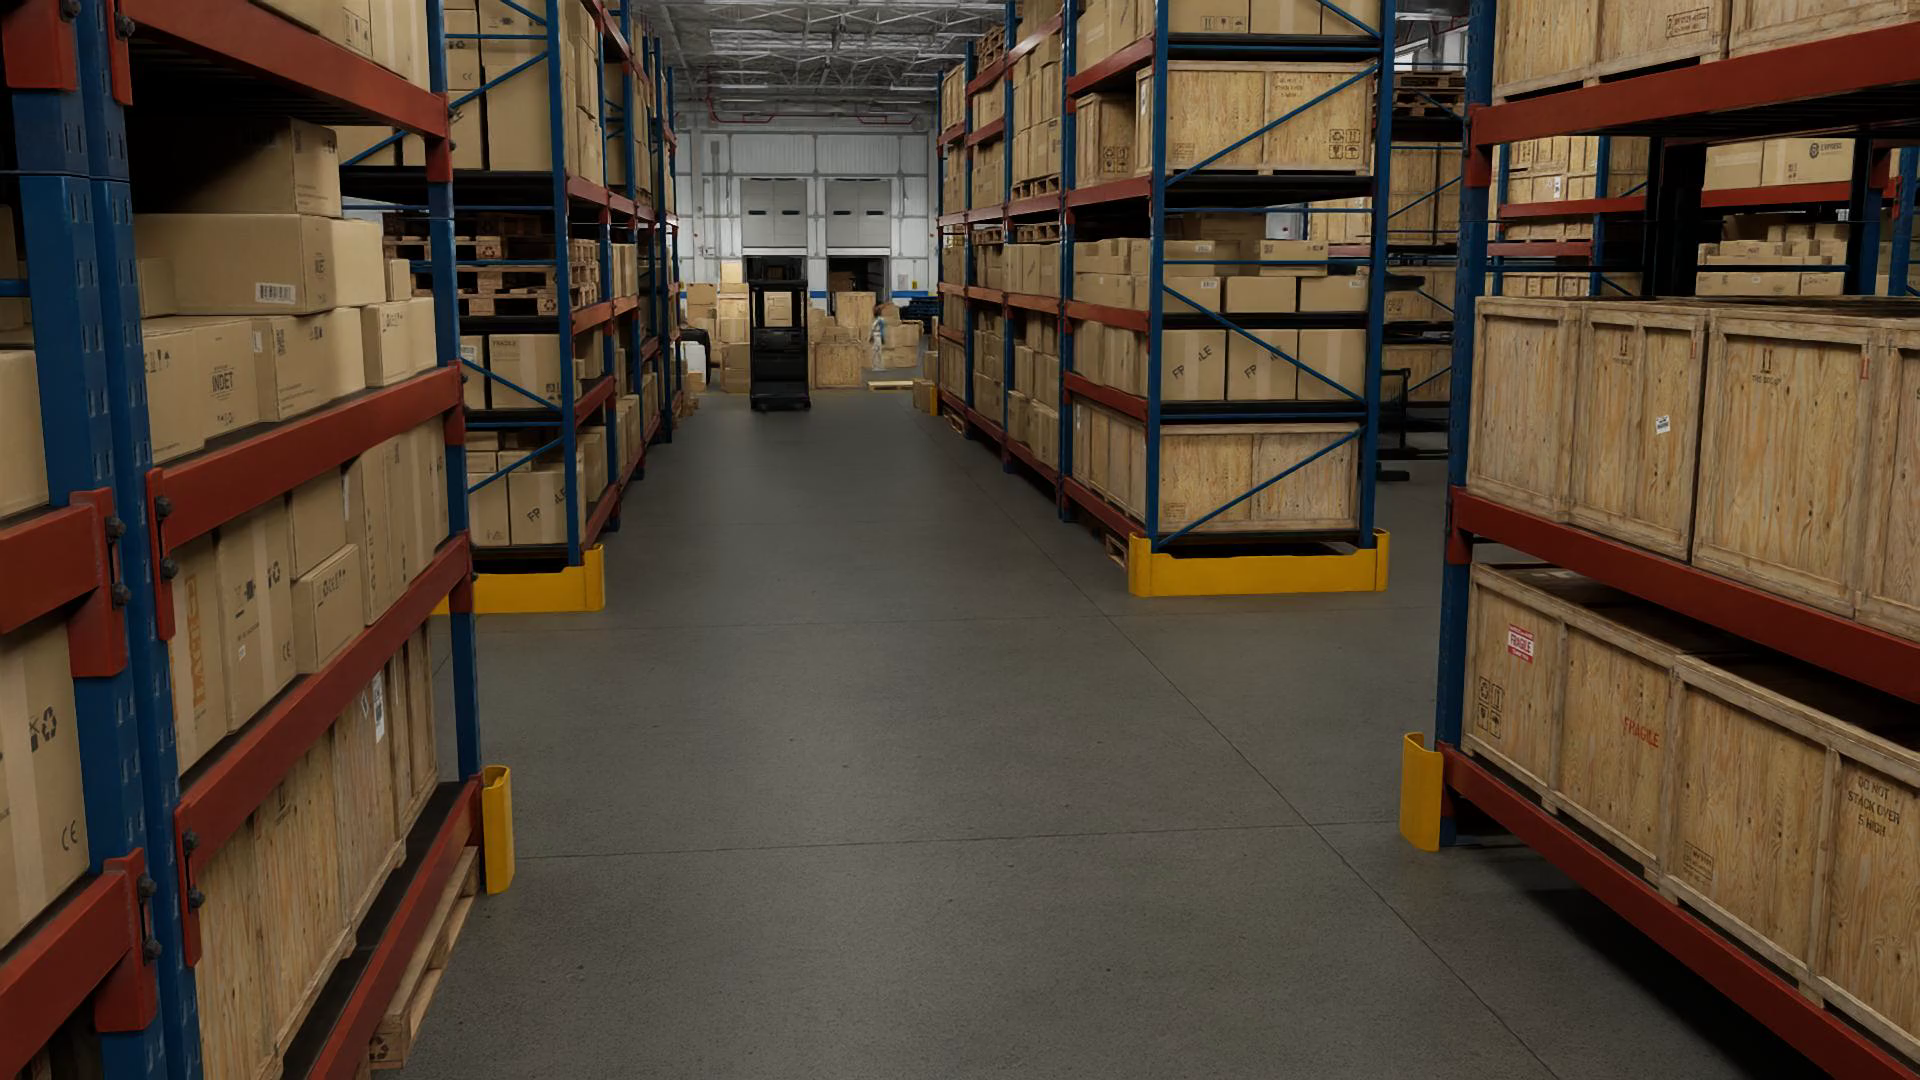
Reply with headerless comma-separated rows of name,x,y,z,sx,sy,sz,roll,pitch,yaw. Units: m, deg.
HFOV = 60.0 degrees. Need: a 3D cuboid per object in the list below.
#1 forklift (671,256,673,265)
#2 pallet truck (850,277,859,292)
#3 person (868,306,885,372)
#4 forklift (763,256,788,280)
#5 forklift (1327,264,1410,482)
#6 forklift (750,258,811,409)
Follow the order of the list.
forklift,-11.189,-9.344,62.964,1.129,2.768,1.873,-1,10,-7
pallet truck,-3.782,-9.391,65.808,1.885,1.965,0.823,2,10,10
person,-2.086,-4.921,40.887,0.573,1.620,0.521,-3,10,-17
forklift,-6.675,-8.875,60.234,1.129,2.768,1.873,0,10,-3
forklift,4.686,-2.173,21.217,1.873,2.768,1.129,-1,10,-7
forklift,-3.455,-3.966,31.657,1.129,2.768,1.873,-1,10,-7
